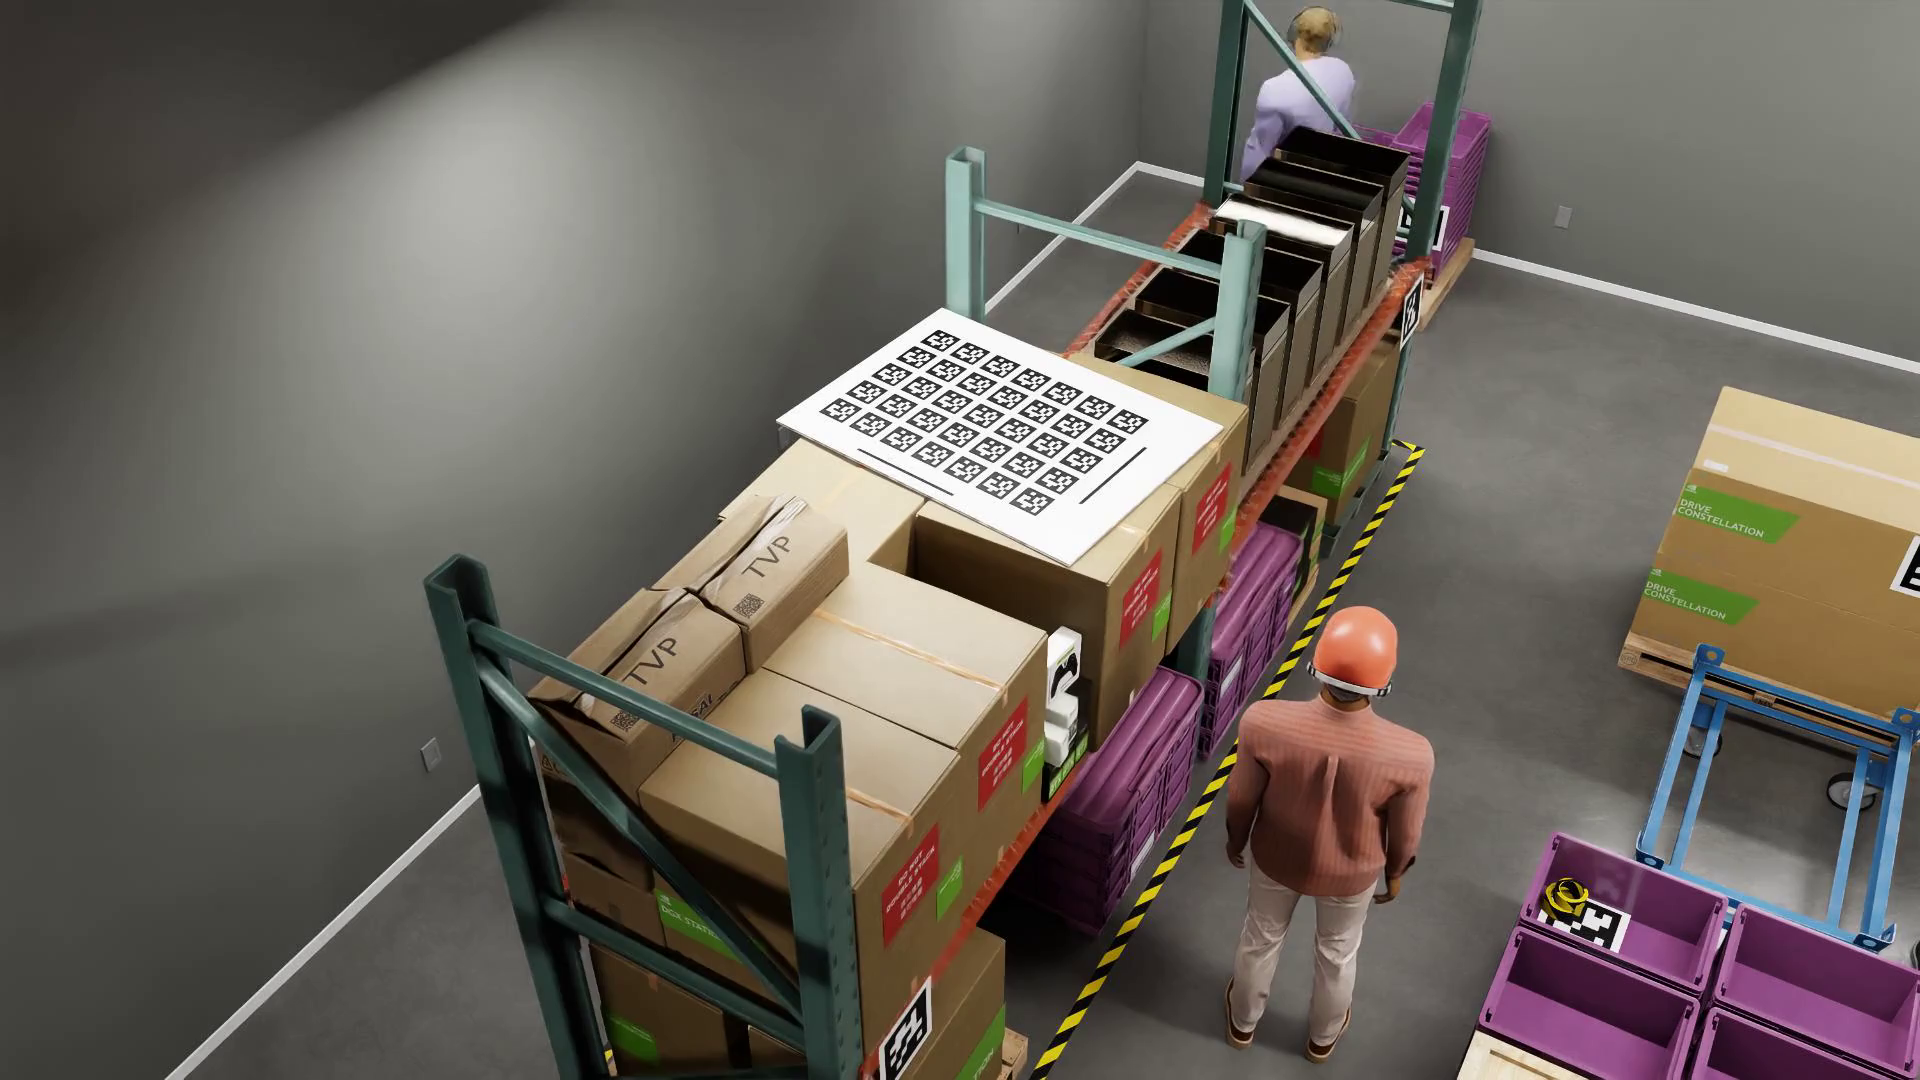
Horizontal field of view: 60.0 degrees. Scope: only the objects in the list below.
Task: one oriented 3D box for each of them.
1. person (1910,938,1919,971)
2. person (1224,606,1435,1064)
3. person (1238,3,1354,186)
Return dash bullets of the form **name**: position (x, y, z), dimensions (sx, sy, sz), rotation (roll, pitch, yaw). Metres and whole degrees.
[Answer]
- **person**: position (3.708, 0.954, 5.550), dimensions (0.591, 1.821, 0.403), rotation (23, 45, 25)
- **person**: position (1.151, 0.993, 5.370), dimensions (0.608, 1.995, 0.377), rotation (10, 41, 12)
- **person**: position (1.812, -1.913, 8.935), dimensions (0.667, 1.878, 1.028), rotation (-31, 49, -32)
